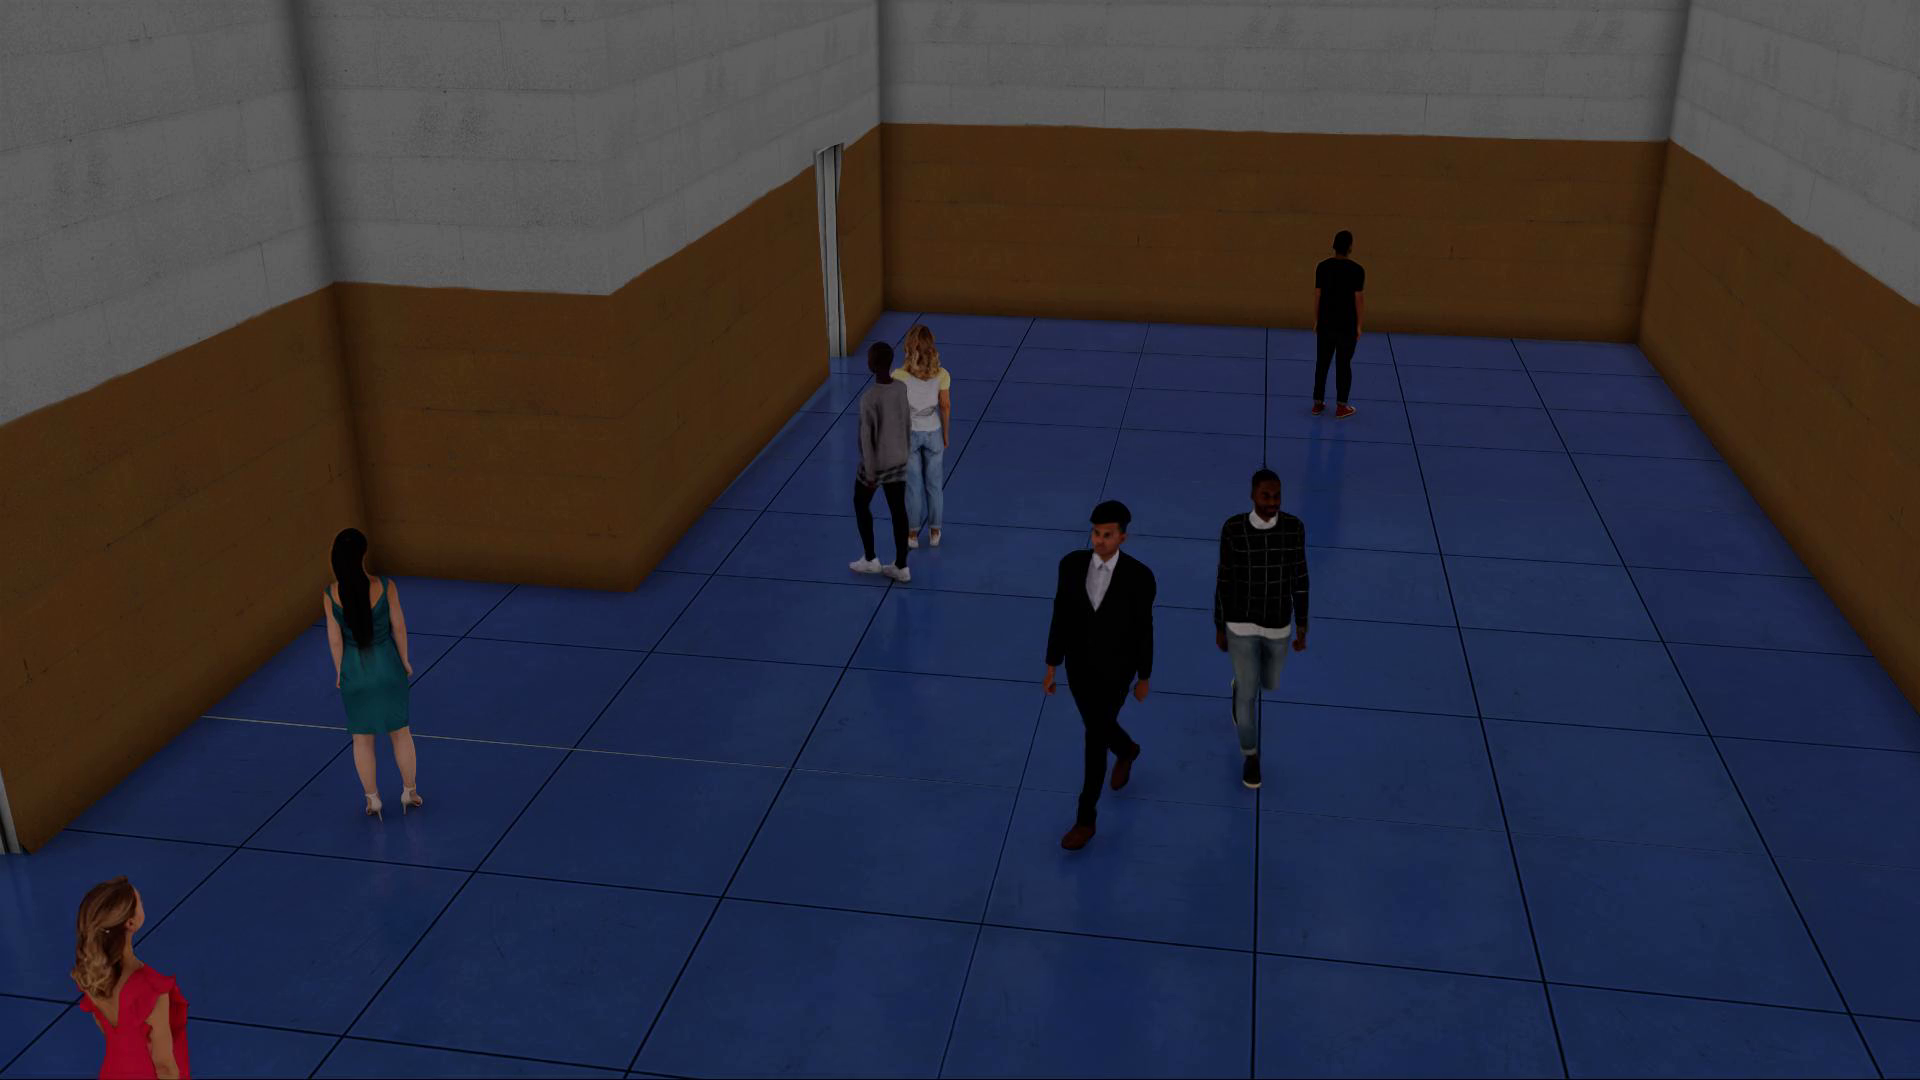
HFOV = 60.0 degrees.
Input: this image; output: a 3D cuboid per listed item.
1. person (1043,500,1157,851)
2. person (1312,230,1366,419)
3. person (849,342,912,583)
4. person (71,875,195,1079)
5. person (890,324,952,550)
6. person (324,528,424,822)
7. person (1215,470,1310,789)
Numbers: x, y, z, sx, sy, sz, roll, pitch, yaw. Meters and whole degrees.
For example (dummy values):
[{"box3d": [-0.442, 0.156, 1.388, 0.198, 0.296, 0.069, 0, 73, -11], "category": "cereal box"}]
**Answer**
[{"box3d": [0.784, 0.644, 8.826, 1.250, 1.847, 1.090, 14, 26, 30], "category": "person"}, {"box3d": [3.536, -2.022, 15.579, 0.643, 1.759, 0.769, 13, 25, 29], "category": "person"}, {"box3d": [-0.463, -0.525, 11.856, 0.796, 1.756, 0.855, -19, 29, -39], "category": "person"}, {"box3d": [-2.848, 1.972, 5.695, 0.647, 1.716, 0.725, 11, 24, 25], "category": "person"}, {"box3d": [-0.294, -0.772, 12.495, 0.630, 1.723, 0.762, -6, 23, -14], "category": "person"}, {"box3d": [-3.133, 0.716, 8.861, 0.572, 1.687, 0.676, -8, 23, -18], "category": "person"}, {"box3d": [1.672, 0.431, 9.421, 1.118, 1.797, 0.913, -1, 22, -3], "category": "person"}]
